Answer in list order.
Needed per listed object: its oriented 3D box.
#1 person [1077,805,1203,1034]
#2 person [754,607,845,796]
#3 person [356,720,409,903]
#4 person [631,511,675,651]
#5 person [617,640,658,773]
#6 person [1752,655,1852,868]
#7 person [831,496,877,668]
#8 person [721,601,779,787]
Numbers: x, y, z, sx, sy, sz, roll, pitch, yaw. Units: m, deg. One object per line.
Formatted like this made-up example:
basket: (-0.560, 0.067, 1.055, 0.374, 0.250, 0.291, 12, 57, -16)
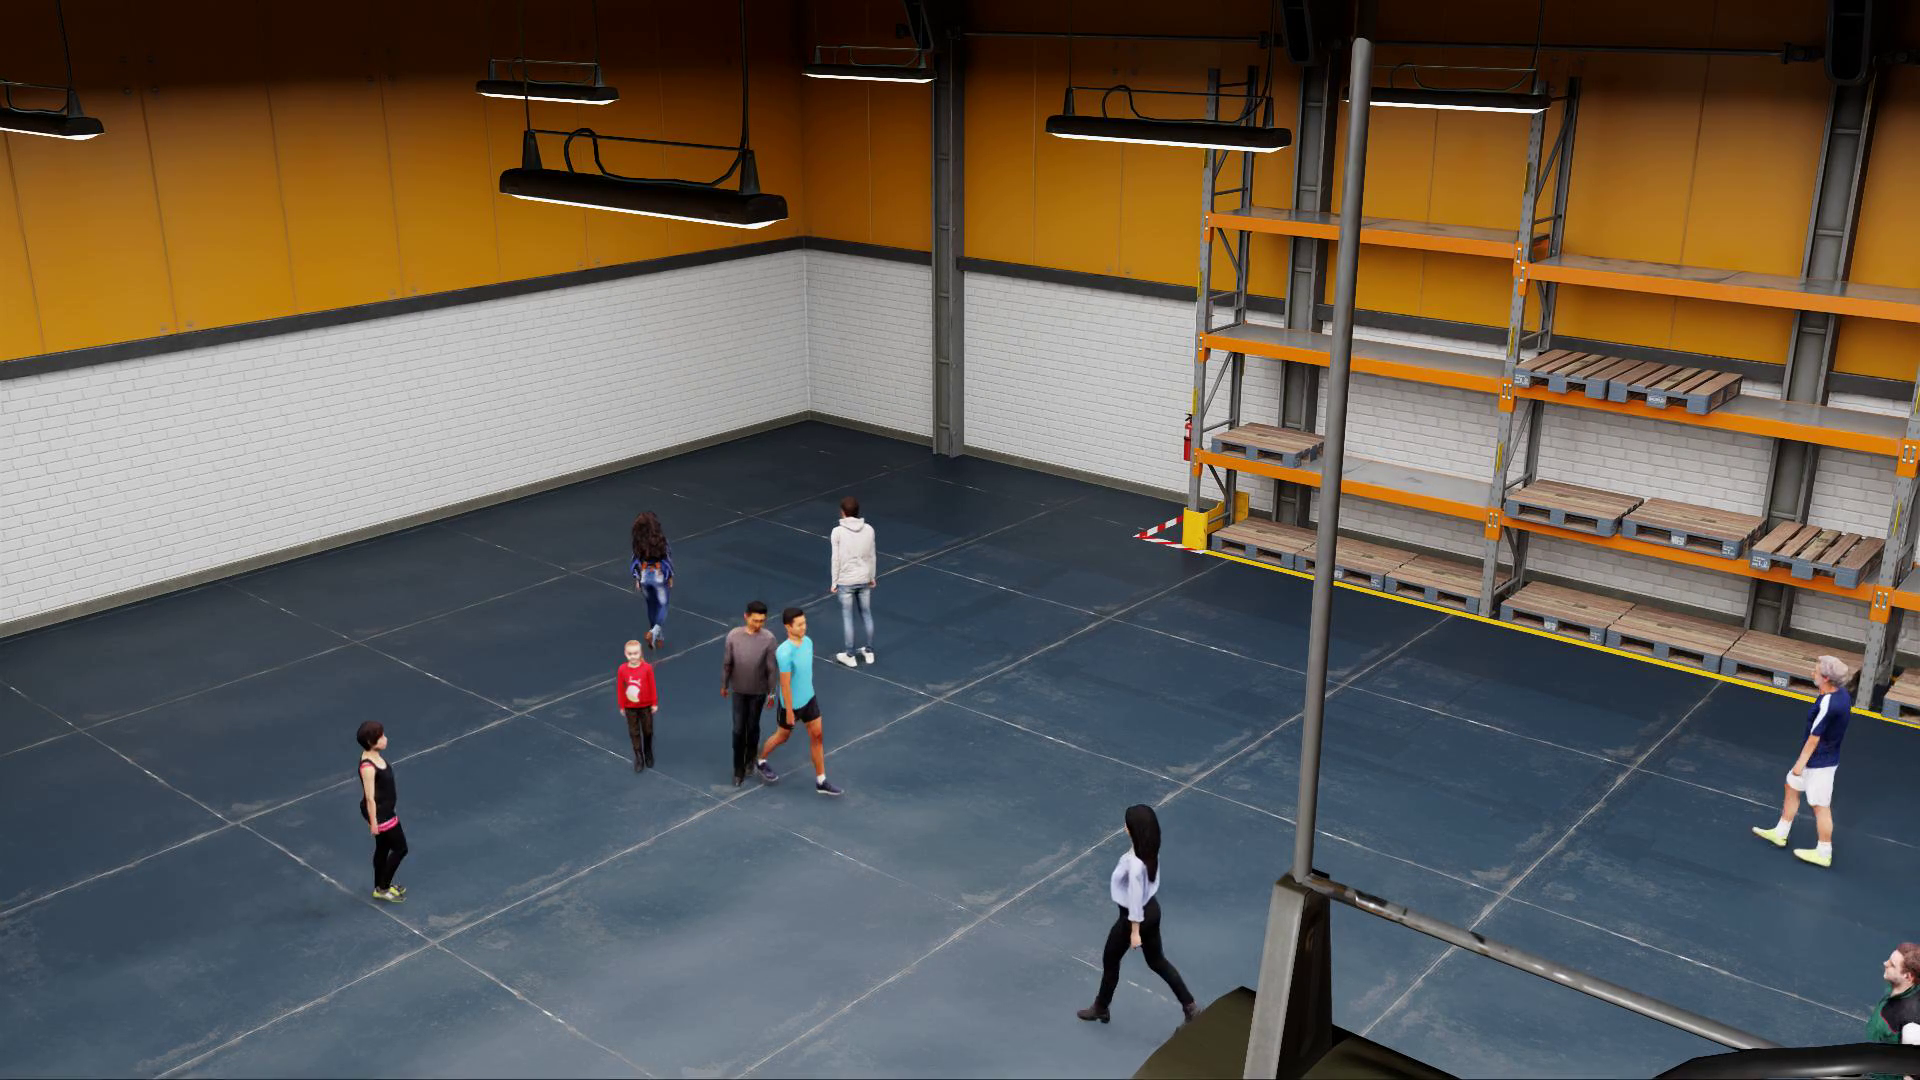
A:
person: (1.322, 2.647, 11.386, 1.226, 1.702, 0.897, 7, 20, 20)
person: (-1.546, 1.447, 14.905, 1.212, 1.731, 0.770, 11, 21, 29)
person: (-4.646, 2.148, 13.114, 0.703, 1.544, 0.618, -7, 20, -19)
person: (-3.319, 0.468, 18.009, 0.949, 1.604, 0.957, 2, 19, 4)
person: (-2.984, 1.508, 15.433, 0.589, 1.278, 0.648, -2, 19, -6)
person: (7.139, 1.830, 13.630, 0.889, 1.818, 0.701, 13, 22, 33)
person: (-1.131, 0.436, 17.720, 0.750, 1.851, 0.709, -10, 21, -27)
person: (-1.893, 1.344, 15.198, 0.878, 1.738, 0.946, -3, 19, -10)
